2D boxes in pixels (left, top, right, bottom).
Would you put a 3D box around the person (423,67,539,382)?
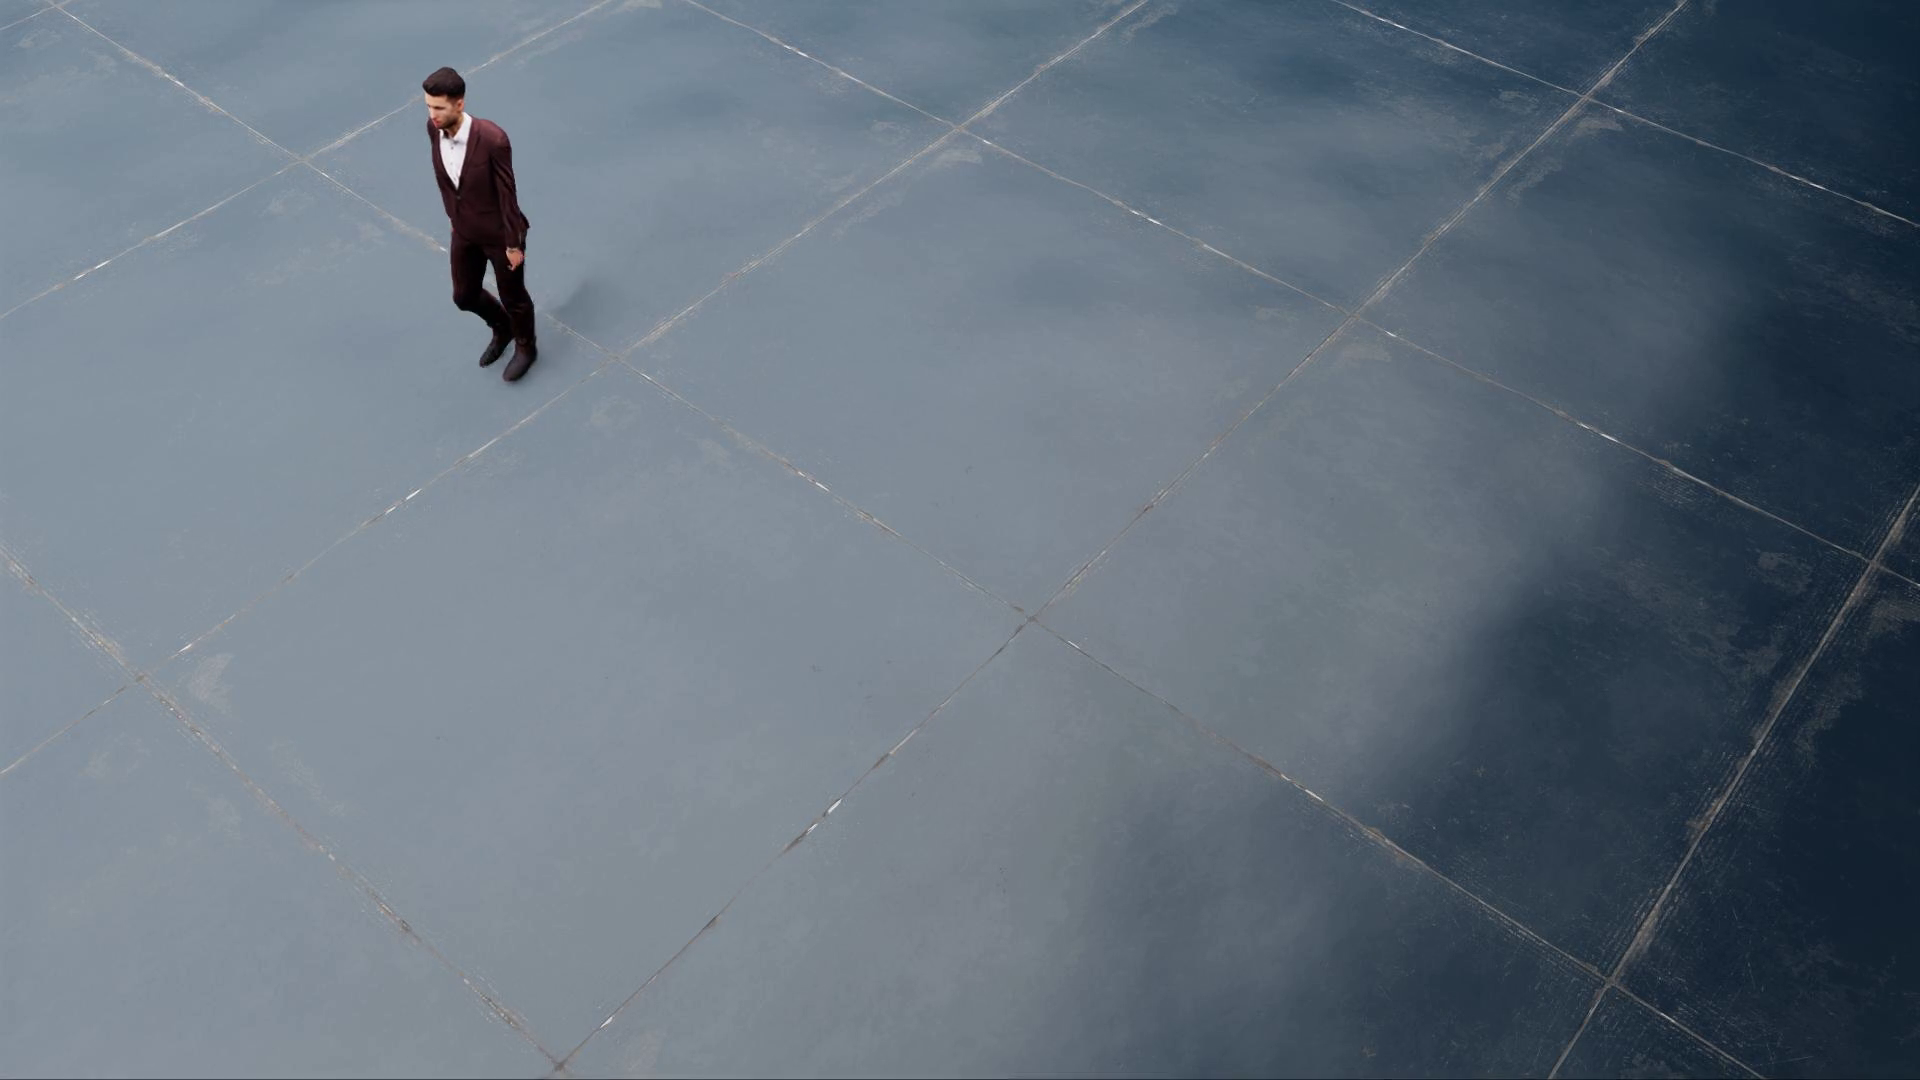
[{"bbox_3d":[-2.442,-1.687,8.743,0.764,1.854,0.737,16,49,14],"label":"person"}]
